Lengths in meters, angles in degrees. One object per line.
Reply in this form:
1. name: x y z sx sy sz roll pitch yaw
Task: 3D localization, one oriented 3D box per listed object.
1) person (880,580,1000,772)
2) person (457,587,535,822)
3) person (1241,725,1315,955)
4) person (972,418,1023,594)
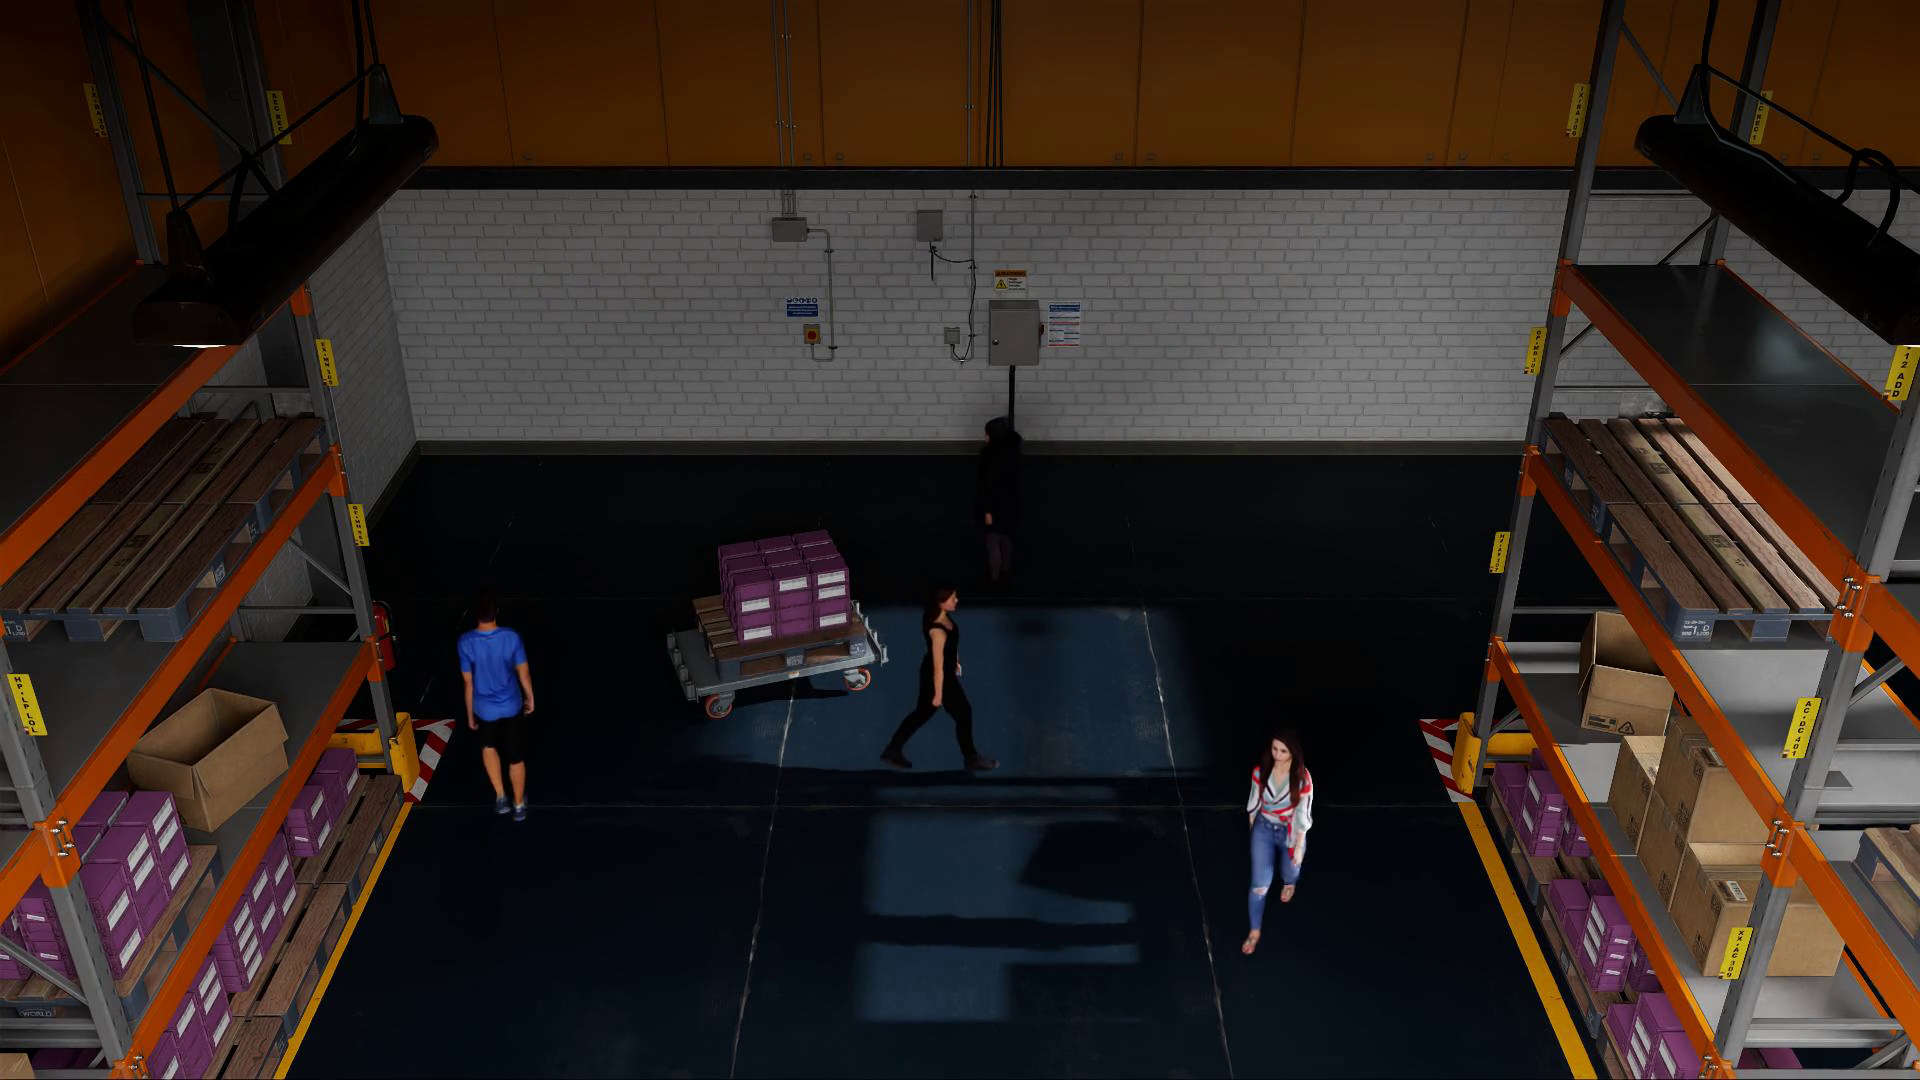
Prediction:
1. person: -0.230 1.035 12.220 0.755 1.654 1.088 -3 29 -6
2. person: -3.238 1.226 11.661 0.708 1.853 0.750 -8 30 -14
3. person: 2.091 1.872 10.754 0.843 1.589 1.076 12 31 21
4. person: 0.370 -0.326 14.691 0.832 1.676 0.724 11 30 19
